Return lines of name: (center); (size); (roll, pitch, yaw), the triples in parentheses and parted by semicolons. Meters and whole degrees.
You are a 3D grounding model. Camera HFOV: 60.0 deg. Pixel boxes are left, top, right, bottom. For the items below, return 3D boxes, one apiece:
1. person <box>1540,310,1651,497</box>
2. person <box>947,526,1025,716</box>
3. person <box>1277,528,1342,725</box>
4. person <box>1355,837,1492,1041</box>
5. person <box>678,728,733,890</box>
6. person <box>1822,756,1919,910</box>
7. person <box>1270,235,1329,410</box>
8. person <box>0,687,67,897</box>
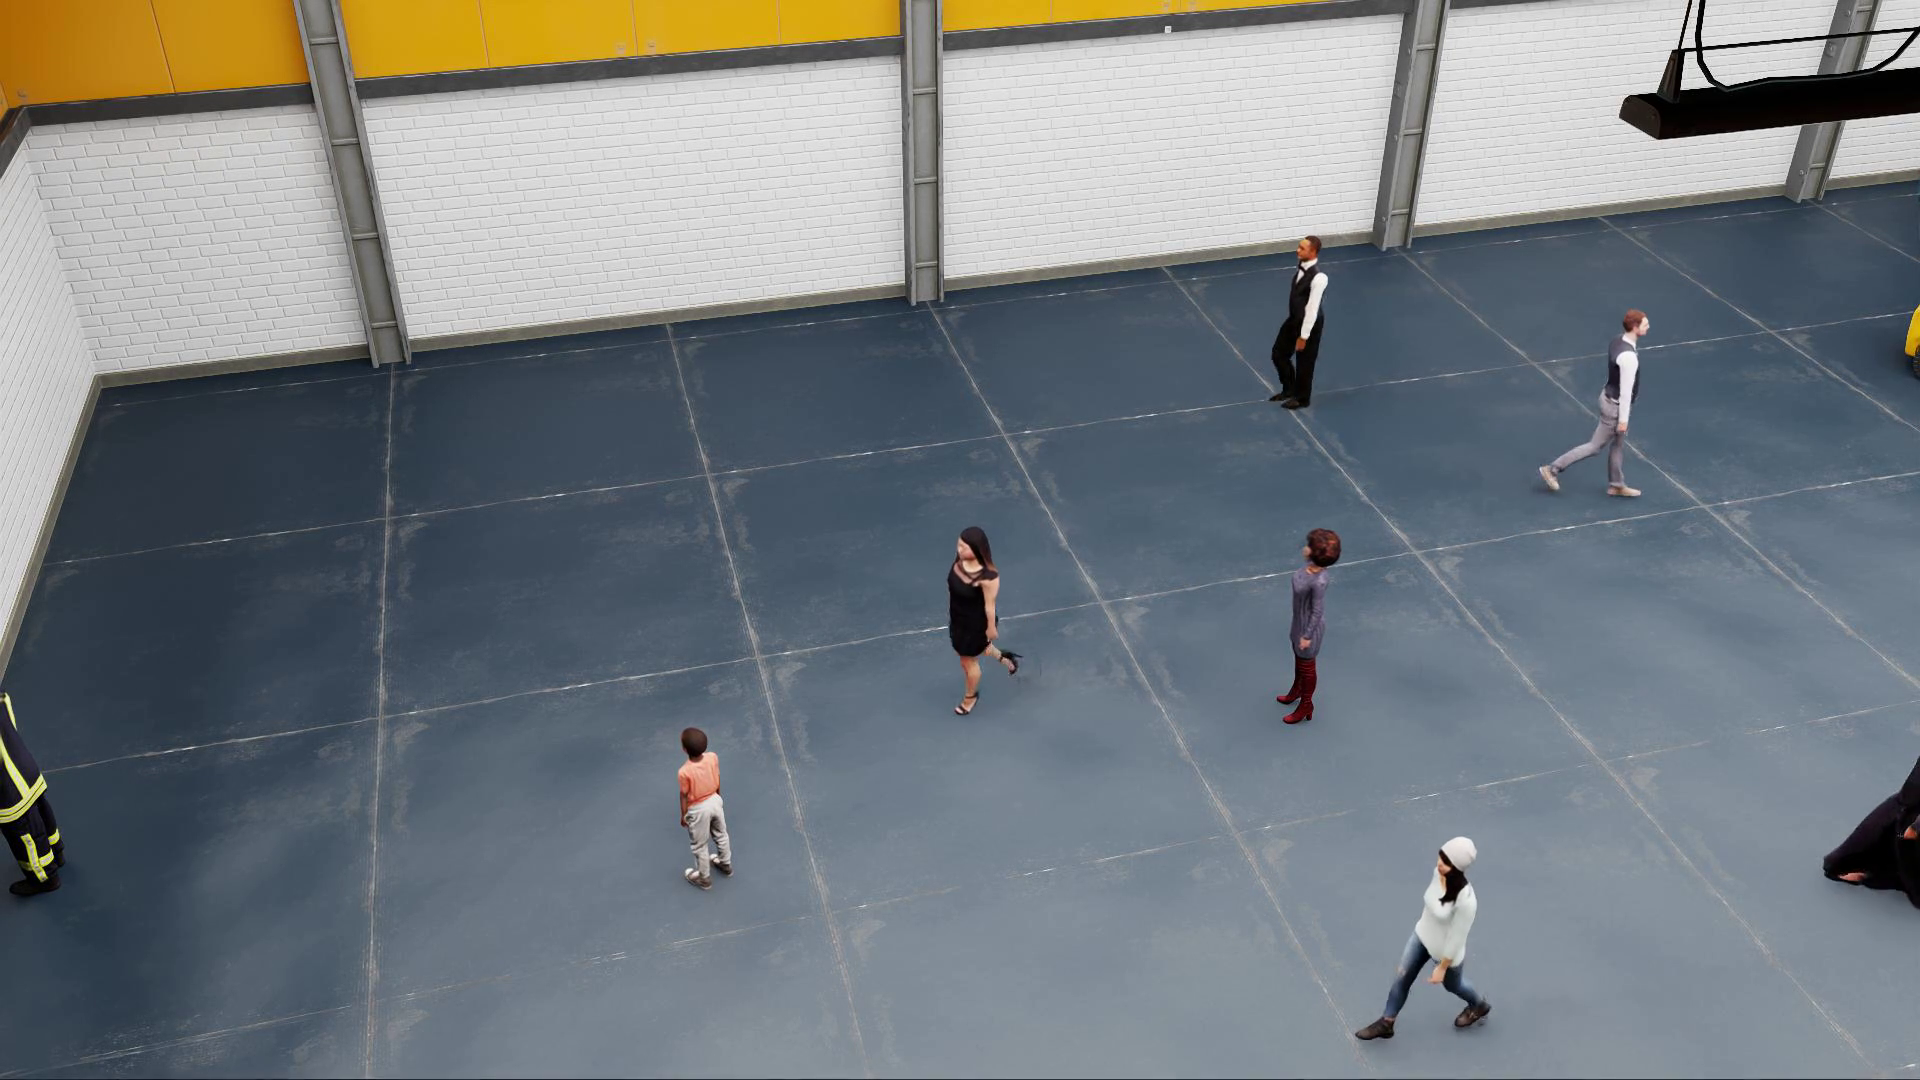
person: (5.947, -1.237, 15.350); (1.287, 1.907, 1.023); (7, 34, 10)
person: (0.172, 0.596, 12.781); (0.938, 1.700, 0.736); (-16, 37, -22)
person: (2.656, 0.647, 12.693); (0.619, 1.712, 0.644); (1, 34, 1)
person: (2.982, 2.450, 10.076); (1.118, 1.606, 0.615); (-11, 35, -16)
person: (-1.739, 1.811, 11.306); (0.507, 1.307, 0.598); (-27, 42, -34)
person: (6.493, 1.809, 11.044); (1.184, 1.602, 0.974); (9, 35, 13)
person: (3.558, -2.190, 16.785); (0.671, 1.906, 0.717); (-7, 34, -11)
person: (-6.406, 1.554, 11.132); (0.643, 1.928, 0.773); (-7, 34, -11)
